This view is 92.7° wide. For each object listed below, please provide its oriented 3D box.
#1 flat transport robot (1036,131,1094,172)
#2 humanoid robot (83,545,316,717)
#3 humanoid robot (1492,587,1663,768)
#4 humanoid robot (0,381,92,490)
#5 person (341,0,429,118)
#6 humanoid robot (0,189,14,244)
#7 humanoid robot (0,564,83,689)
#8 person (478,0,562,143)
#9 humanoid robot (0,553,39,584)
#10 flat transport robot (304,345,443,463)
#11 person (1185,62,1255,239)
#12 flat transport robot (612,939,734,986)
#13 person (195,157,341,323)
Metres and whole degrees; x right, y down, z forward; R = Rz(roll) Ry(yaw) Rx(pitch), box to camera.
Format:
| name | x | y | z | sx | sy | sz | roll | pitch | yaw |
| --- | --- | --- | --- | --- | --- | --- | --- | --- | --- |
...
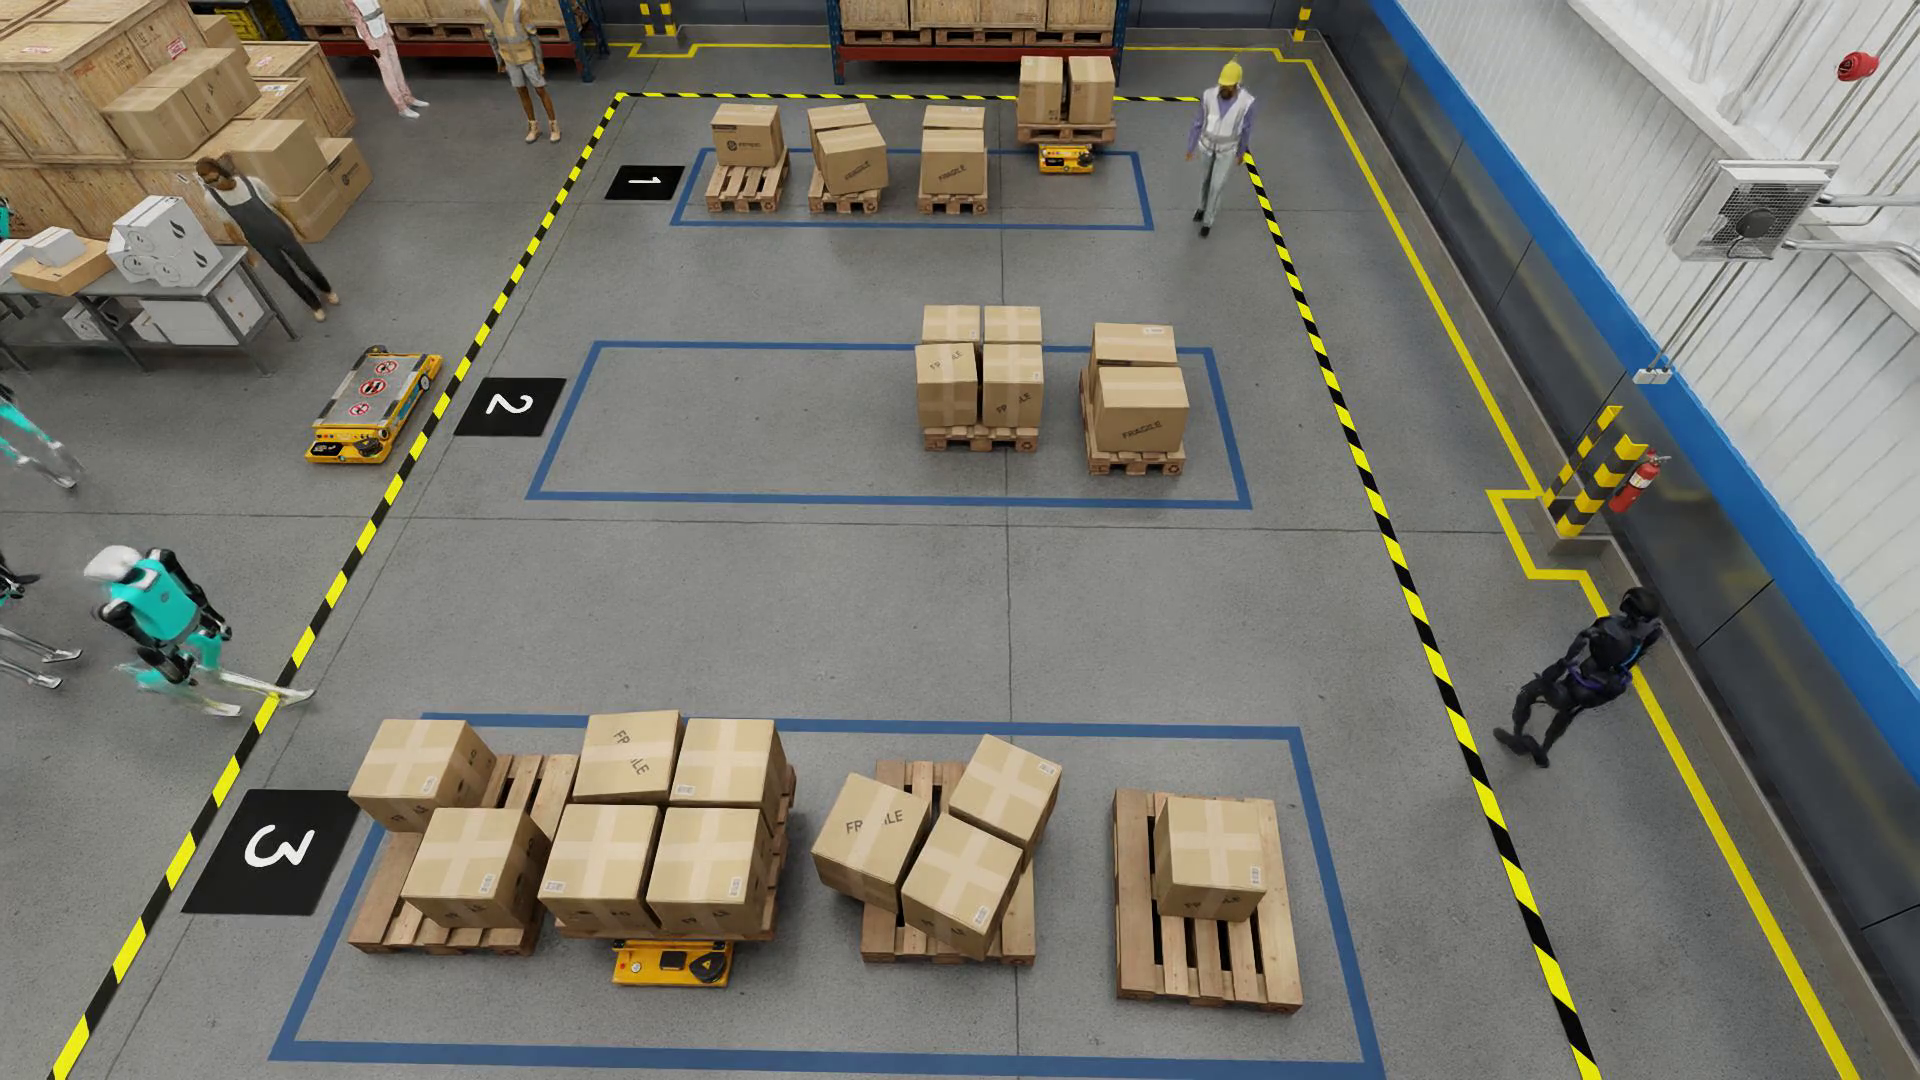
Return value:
| name | x | y | z | sx | sy | sz | roll | pitch | yaw |
| --- | --- | --- | --- | --- | --- | --- | --- | --- | --- |
| flat transport robot | 1.315 | -5.138 | 11.696 | 0.652 | 0.197 | 1.431 | 0 | 50 | 0 |
| humanoid robot | -5.010 | 0.665 | 5.833 | 0.973 | 1.734 | 0.546 | 2 | 50 | 1 |
| humanoid robot | 3.885 | 0.888 | 5.692 | 0.589 | 1.637 | 0.364 | -7 | 50 | -6 |
| humanoid robot | -7.712 | -0.977 | 7.262 | 0.800 | 1.816 | 0.558 | 23 | 54 | 18 |
| person | -7.459 | -6.451 | 11.746 | 0.393 | 1.919 | 0.590 | 1 | 50 | 0 |
| humanoid robot | -9.945 | -3.307 | 9.221 | 0.849 | 1.771 | 0.531 | -4 | 50 | -3 |
| humanoid robot | -6.615 | 0.380 | 5.993 | 0.735 | 1.681 | 0.533 | 1 | 50 | 1 |
| person | -5.394 | -5.901 | 11.197 | 0.606 | 2.048 | 0.366 | 1 | 50 | 0 |
| humanoid robot | -7.453 | -0.149 | 6.576 | 0.476 | 1.644 | 0.612 | 16 | 52 | 13 |
| flat transport robot | -5.383 | -1.269 | 8.441 | 0.659 | 0.231 | 1.431 | 1 | 50 | 1 |
| person | 2.748 | -4.203 | 9.918 | 0.620 | 1.798 | 0.796 | 22 | 53 | 18 |
| flat transport robot | -1.659 | 1.971 | 5.681 | 0.652 | 0.197 | 1.431 | 1 | 50 | 1 |
| person | -6.612 | -2.871 | 8.791 | 0.559 | 1.802 | 0.559 | -26 | 55 | -20 |
